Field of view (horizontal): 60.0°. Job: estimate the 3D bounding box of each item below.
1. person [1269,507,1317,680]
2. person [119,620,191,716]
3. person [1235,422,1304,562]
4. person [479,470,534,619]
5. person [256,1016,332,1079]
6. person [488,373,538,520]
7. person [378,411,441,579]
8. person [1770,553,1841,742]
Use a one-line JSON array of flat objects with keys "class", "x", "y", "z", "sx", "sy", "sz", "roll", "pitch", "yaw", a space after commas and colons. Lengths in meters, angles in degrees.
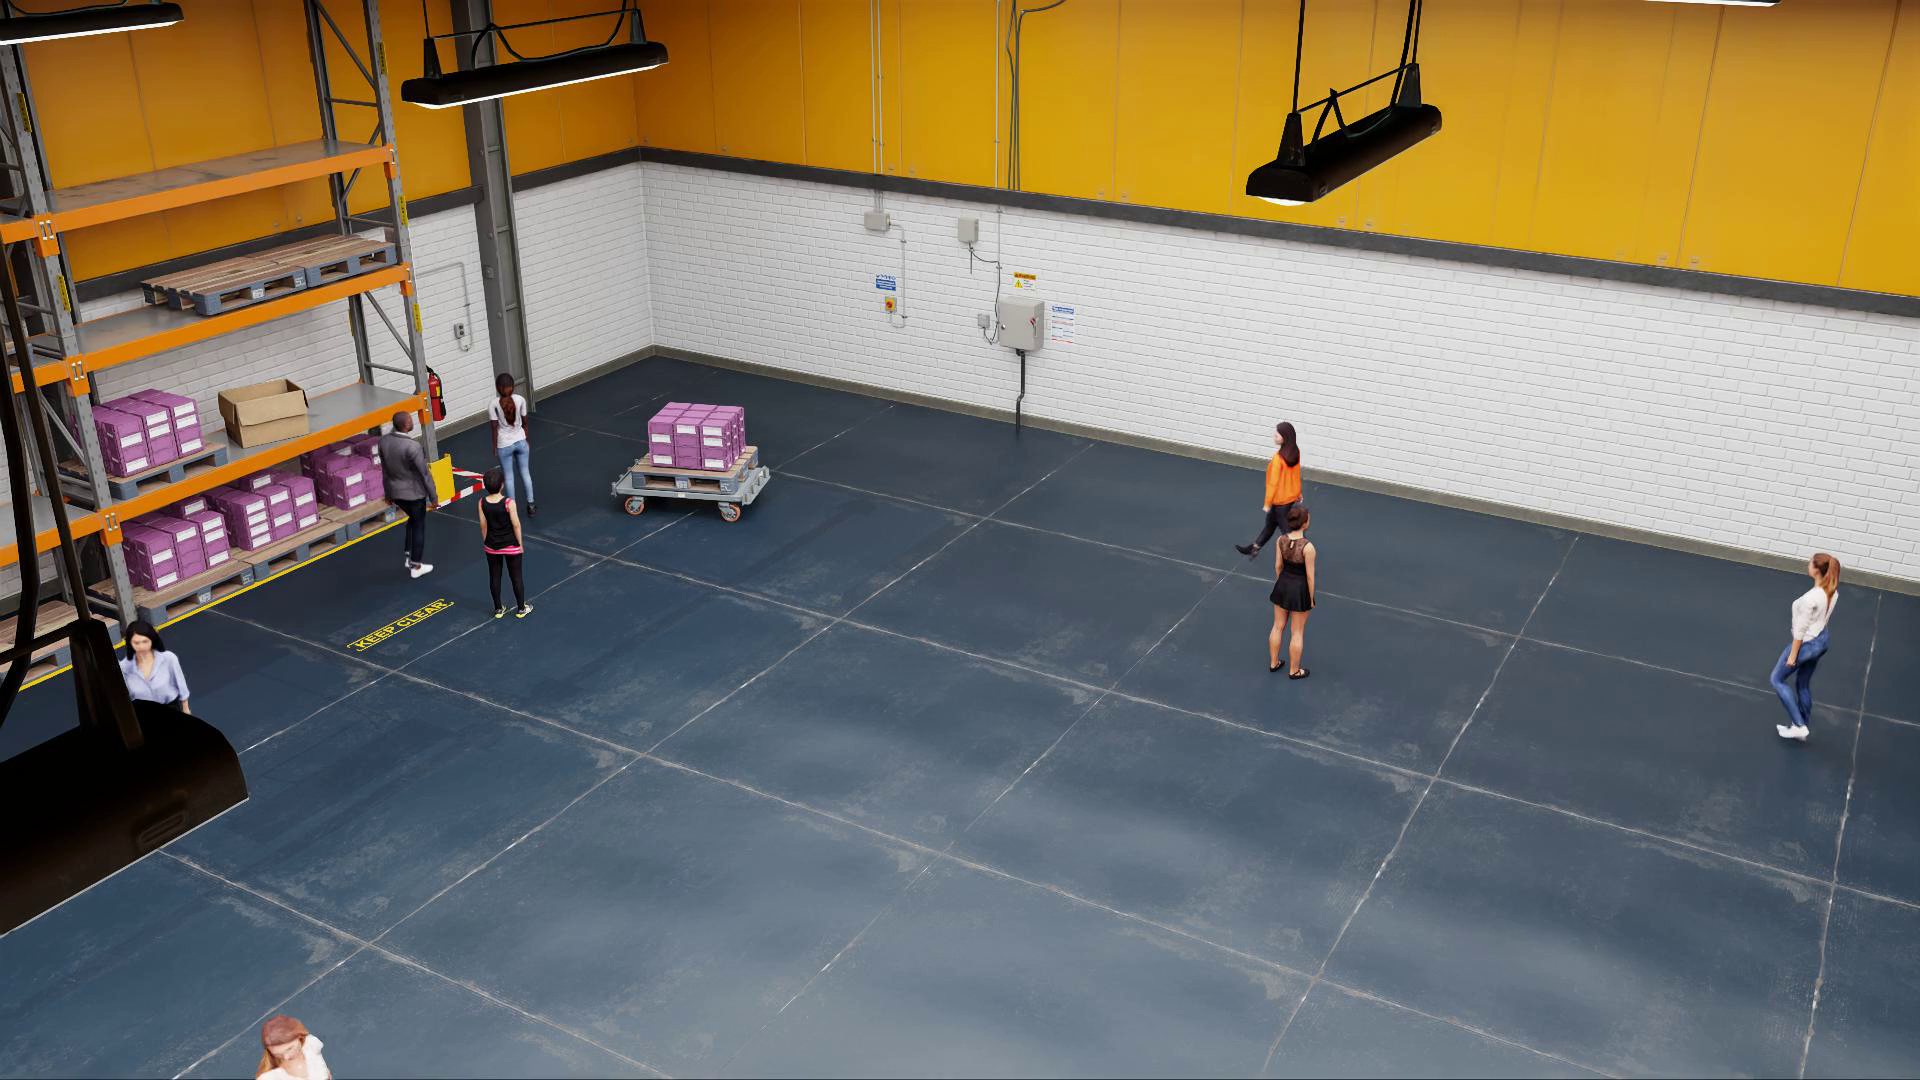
[{"class": "person", "x": 3.041, "y": 0.469, "z": 15.205, "sx": 0.639, "sy": 1.674, "sz": 0.635, "roll": -22, "pitch": 32, "yaw": -40}, {"class": "person", "x": -6.315, "y": 1.366, "z": 13.083, "sx": 0.766, "sy": 1.729, "sz": 0.839, "roll": -10, "pitch": 26, "yaw": -22}, {"class": "person", "x": 3.399, "y": -0.362, "z": 17.072, "sx": 0.804, "sy": 1.701, "sz": 1.066, "roll": 19, "pitch": 30, "yaw": 36}, {"class": "person", "x": -4.505, "y": 0.030, "z": 16.361, "sx": 0.614, "sy": 1.553, "sz": 0.631, "roll": 1, "pitch": 24, "yaw": 3}, {"class": "person", "x": -3.531, "y": 3.171, "z": 9.032, "sx": 0.916, "sy": 1.667, "sz": 0.588, "roll": 3, "pitch": 24, "yaw": 7}, {"class": "person", "x": -5.016, "y": -1.054, "z": 18.633, "sx": 0.612, "sy": 1.719, "sz": 0.726, "roll": -15, "pitch": 28, "yaw": -30}, {"class": "person", "x": -5.731, "y": -0.432, "z": 17.108, "sx": 0.766, "sy": 1.799, "sz": 0.671, "roll": 10, "pitch": 26, "yaw": 22}, {"class": "person", "x": 7.230, "y": 0.953, "z": 14.049, "sx": 0.723, "sy": 1.712, "sz": 0.825, "roll": -14, "pitch": 27, "yaw": -30}]
